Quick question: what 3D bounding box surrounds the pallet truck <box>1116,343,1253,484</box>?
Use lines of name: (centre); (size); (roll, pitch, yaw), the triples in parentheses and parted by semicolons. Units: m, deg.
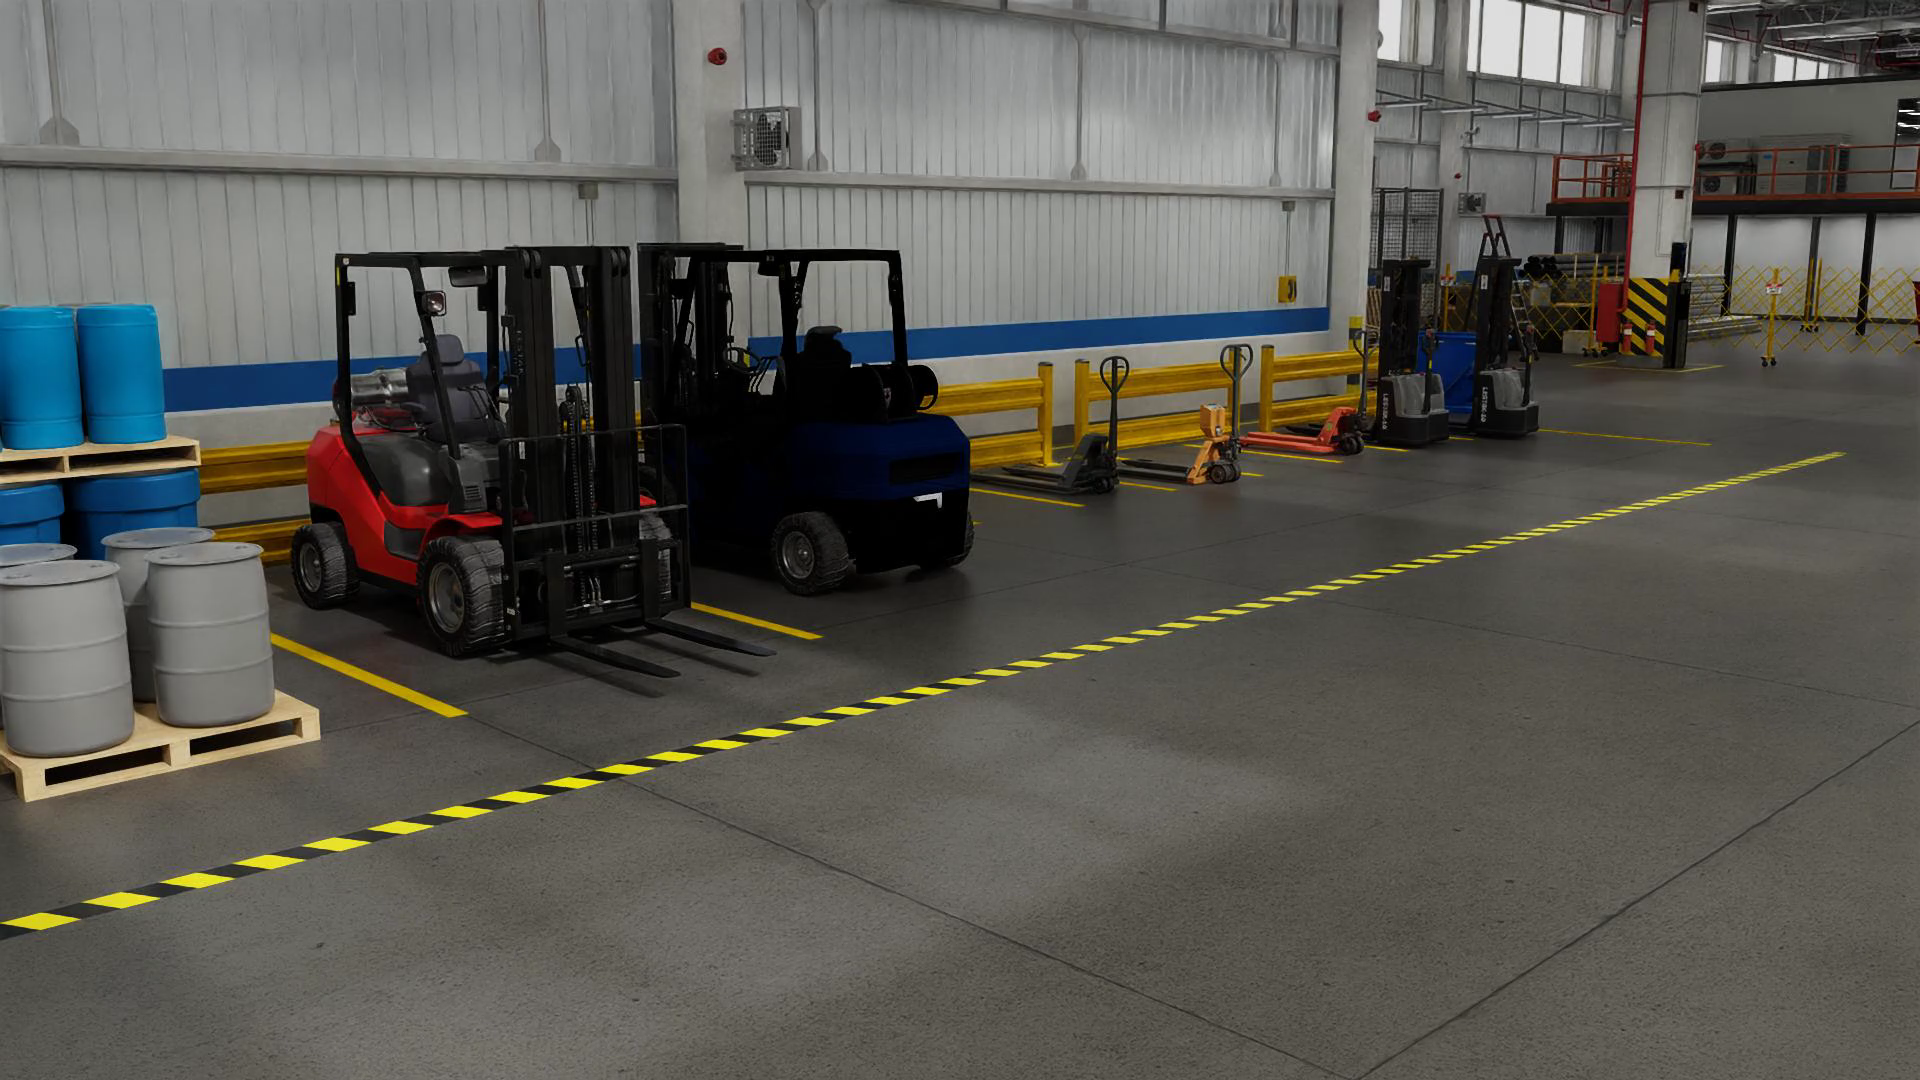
pallet truck: (1.962, -1.215, 15.415); (1.522, 1.261, 0.704); (10, 14, 43)

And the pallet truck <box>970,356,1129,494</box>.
pallet truck: (0.784, -1.085, 14.876); (0.680, 1.201, 1.601); (-10, 14, -44)

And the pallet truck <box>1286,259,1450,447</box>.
pallet truck: (4.493, -2.078, 18.196); (0.823, 1.965, 1.885); (-9, 14, -40)

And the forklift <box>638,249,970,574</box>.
forklift: (-1.173, -0.958, 11.239); (2.680, 1.987, 1.157); (10, 14, 43)

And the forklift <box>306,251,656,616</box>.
forklift: (-2.833, -0.669, 9.694); (1.157, 1.987, 2.680); (-10, 14, -44)

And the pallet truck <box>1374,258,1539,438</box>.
pallet truck: (5.704, -2.208, 18.901); (1.885, 1.965, 0.823); (10, 14, 43)

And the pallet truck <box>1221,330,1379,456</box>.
pallet truck: (3.563, -1.581, 17.381); (0.653, 1.274, 1.630); (-10, 14, -44)
